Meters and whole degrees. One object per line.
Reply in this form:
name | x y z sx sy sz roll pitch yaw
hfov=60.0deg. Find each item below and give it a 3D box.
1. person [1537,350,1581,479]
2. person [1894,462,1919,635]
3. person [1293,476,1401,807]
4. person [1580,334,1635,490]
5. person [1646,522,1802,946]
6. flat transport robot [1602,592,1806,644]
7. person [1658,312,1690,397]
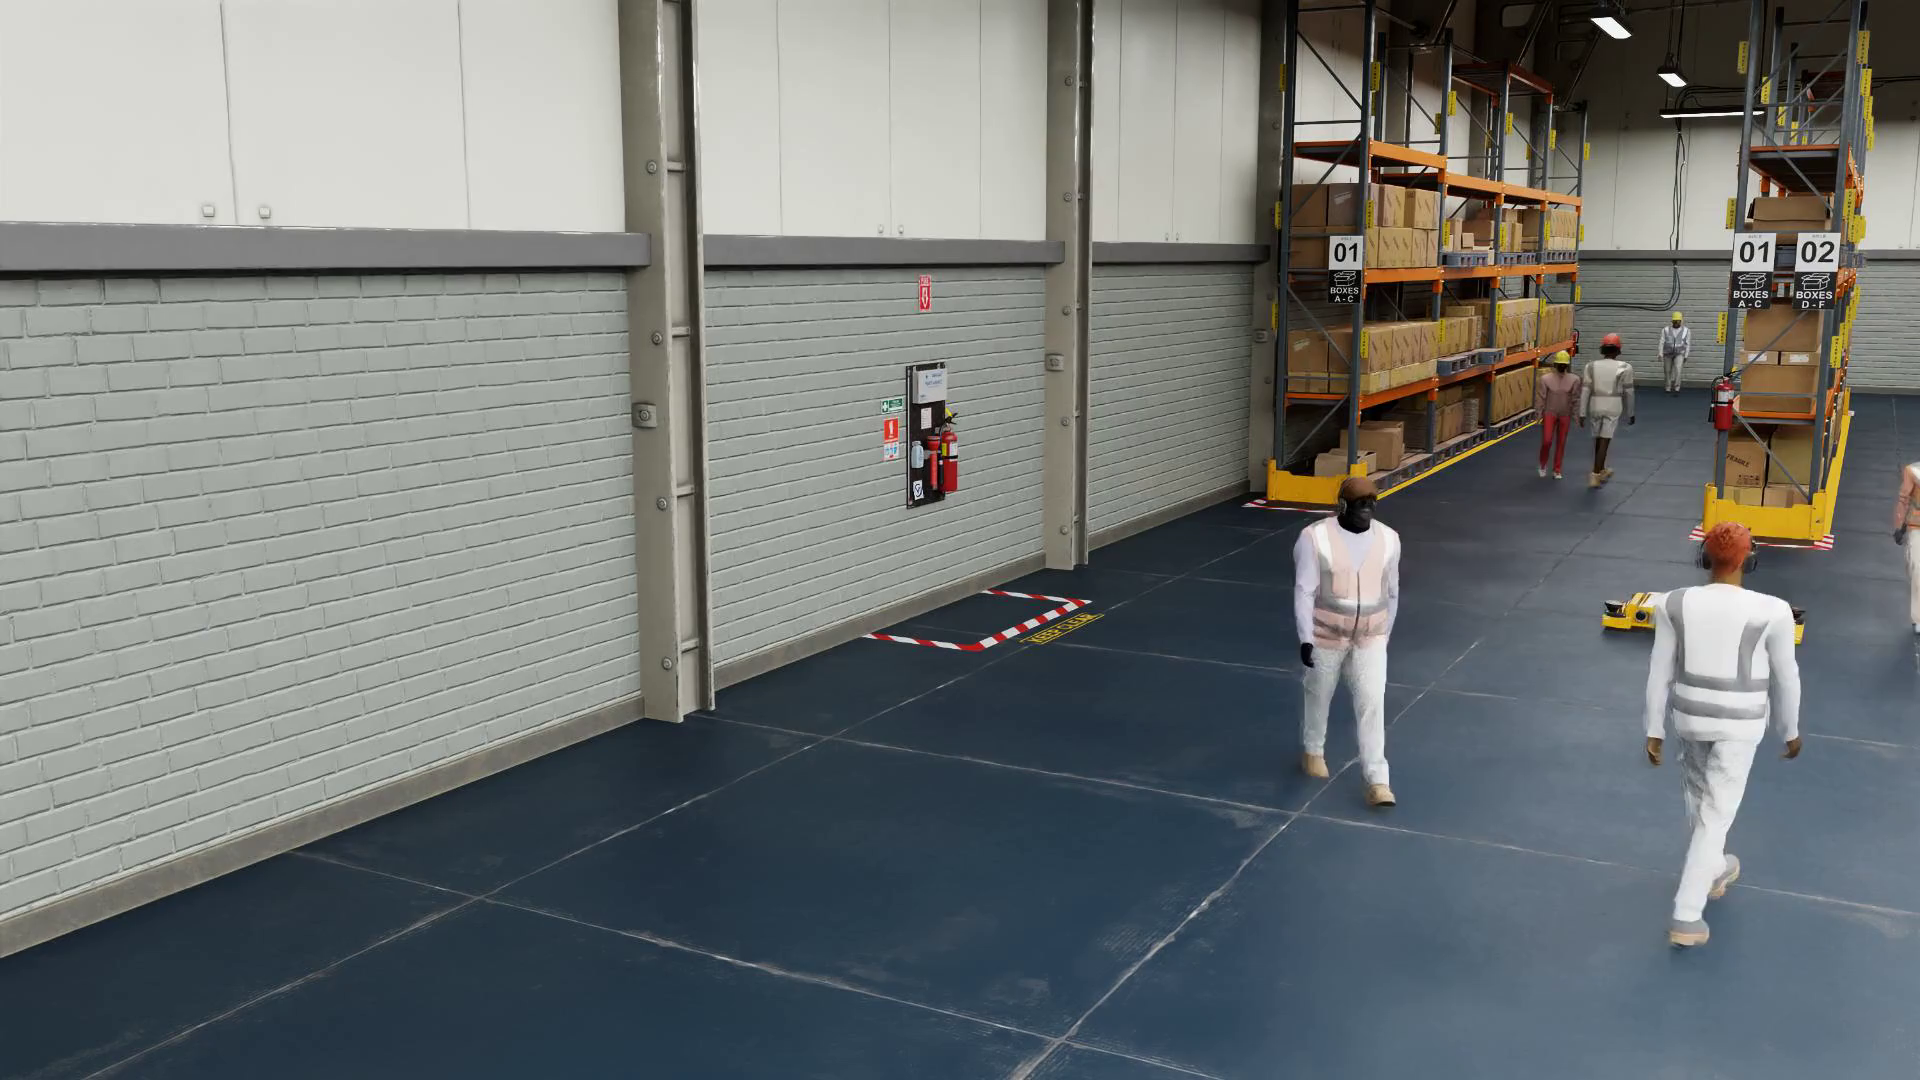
person | 8.016 -1.670 22.295 0.534 1.742 0.474 1 10 8
person | 7.703 -0.039 13.108 0.520 1.606 0.783 2 10 13
person | 2.152 0.537 9.253 0.627 1.794 0.976 0 10 -3
person | 8.396 -1.668 21.560 0.621 1.987 1.030 9 13 42
person | 3.393 0.830 7.417 1.011 1.831 0.581 -9 13 -43
flat transport robot | 5.934 0.605 13.273 1.431 0.197 0.652 5 11 28
person | 15.233 -3.955 35.509 0.609 1.797 0.864 4 11 24
